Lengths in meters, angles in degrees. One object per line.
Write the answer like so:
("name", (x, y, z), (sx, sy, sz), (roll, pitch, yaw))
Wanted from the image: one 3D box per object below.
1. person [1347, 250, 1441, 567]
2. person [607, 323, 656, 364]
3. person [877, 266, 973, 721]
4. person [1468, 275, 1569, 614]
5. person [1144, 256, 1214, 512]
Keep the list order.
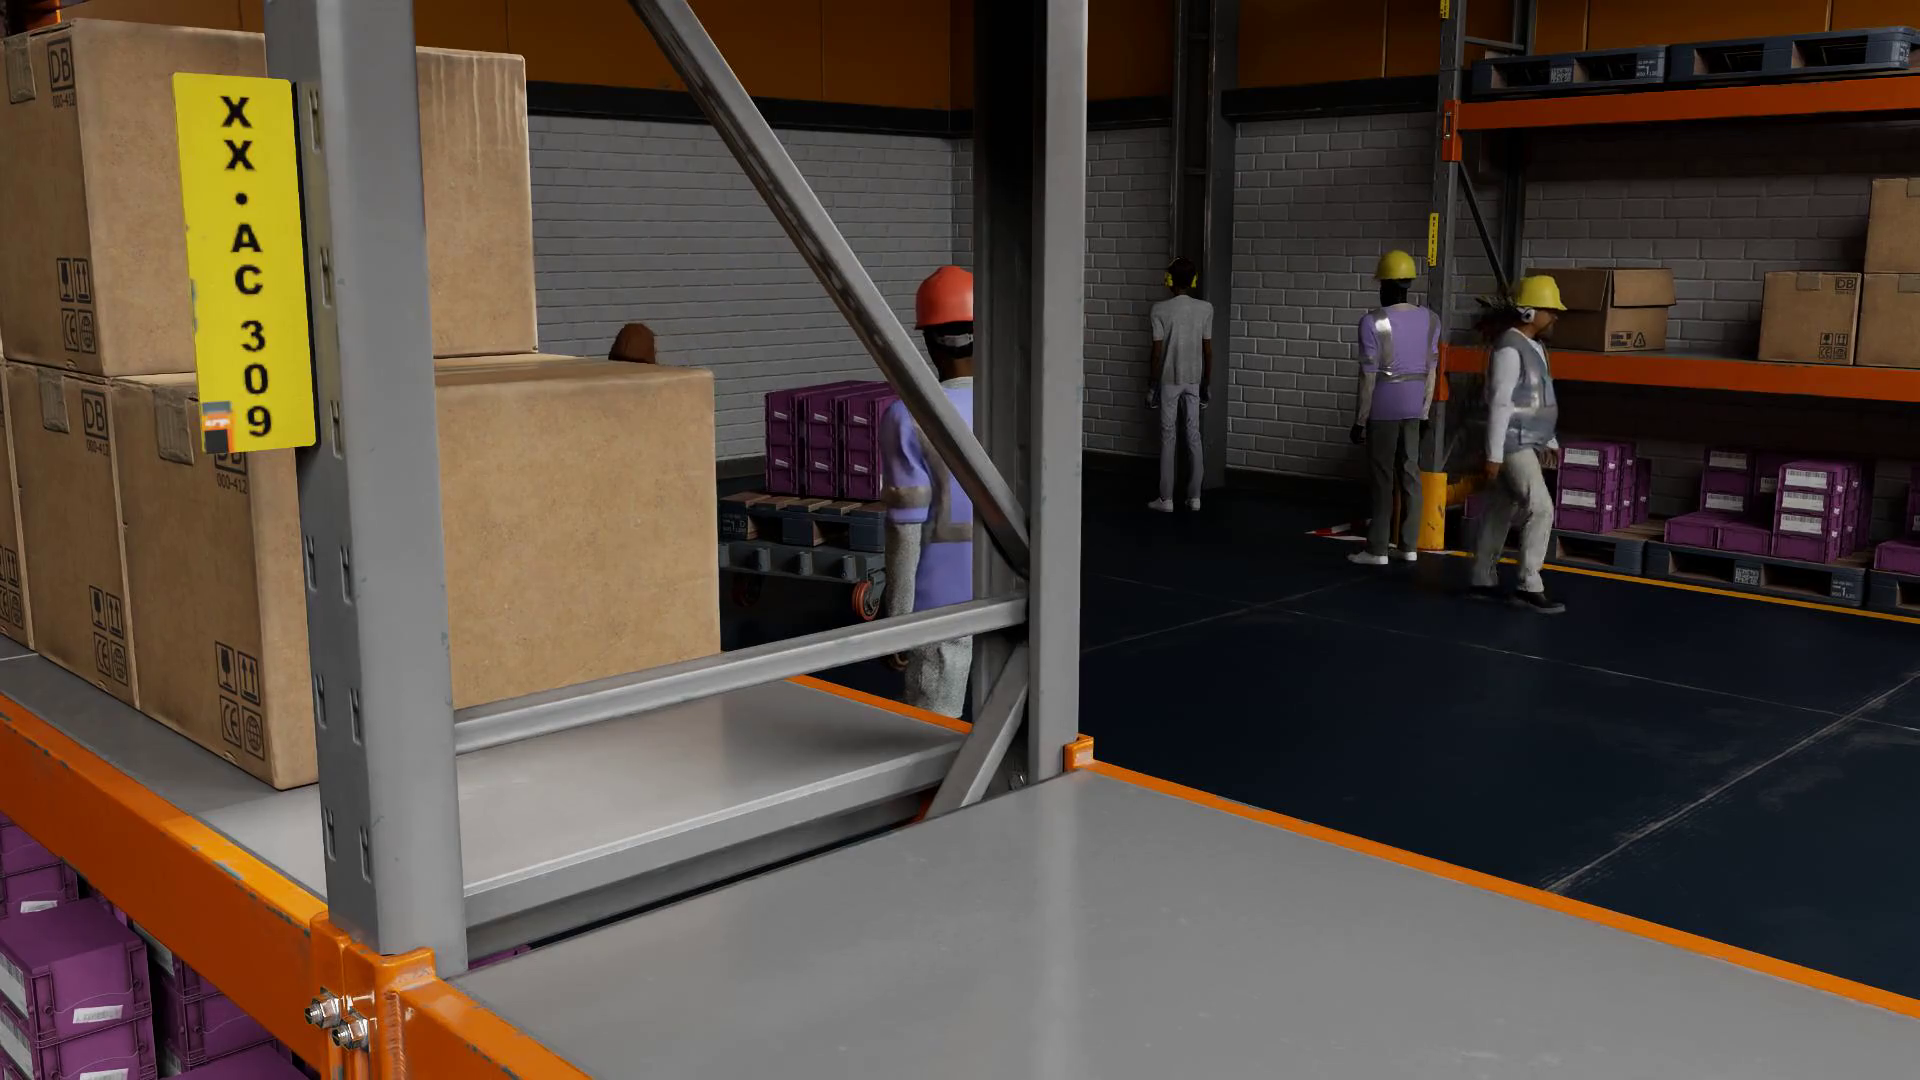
("person", (2.644, -0.794, 10.177), (0.587, 1.930, 0.359), (-5, 12, -26))
("person", (-1.638, -0.293, 8.387), (0.543, 1.592, 0.821), (-7, 13, -34))
("person", (-0.004, 0.176, 4.882), (0.545, 1.933, 0.376), (-6, 12, -30))
("person", (3.103, -0.514, 8.997), (0.694, 1.804, 0.602), (5, 12, 27))
("person", (1.602, -1.136, 12.209), (0.514, 1.872, 0.328), (-3, 11, -15))
